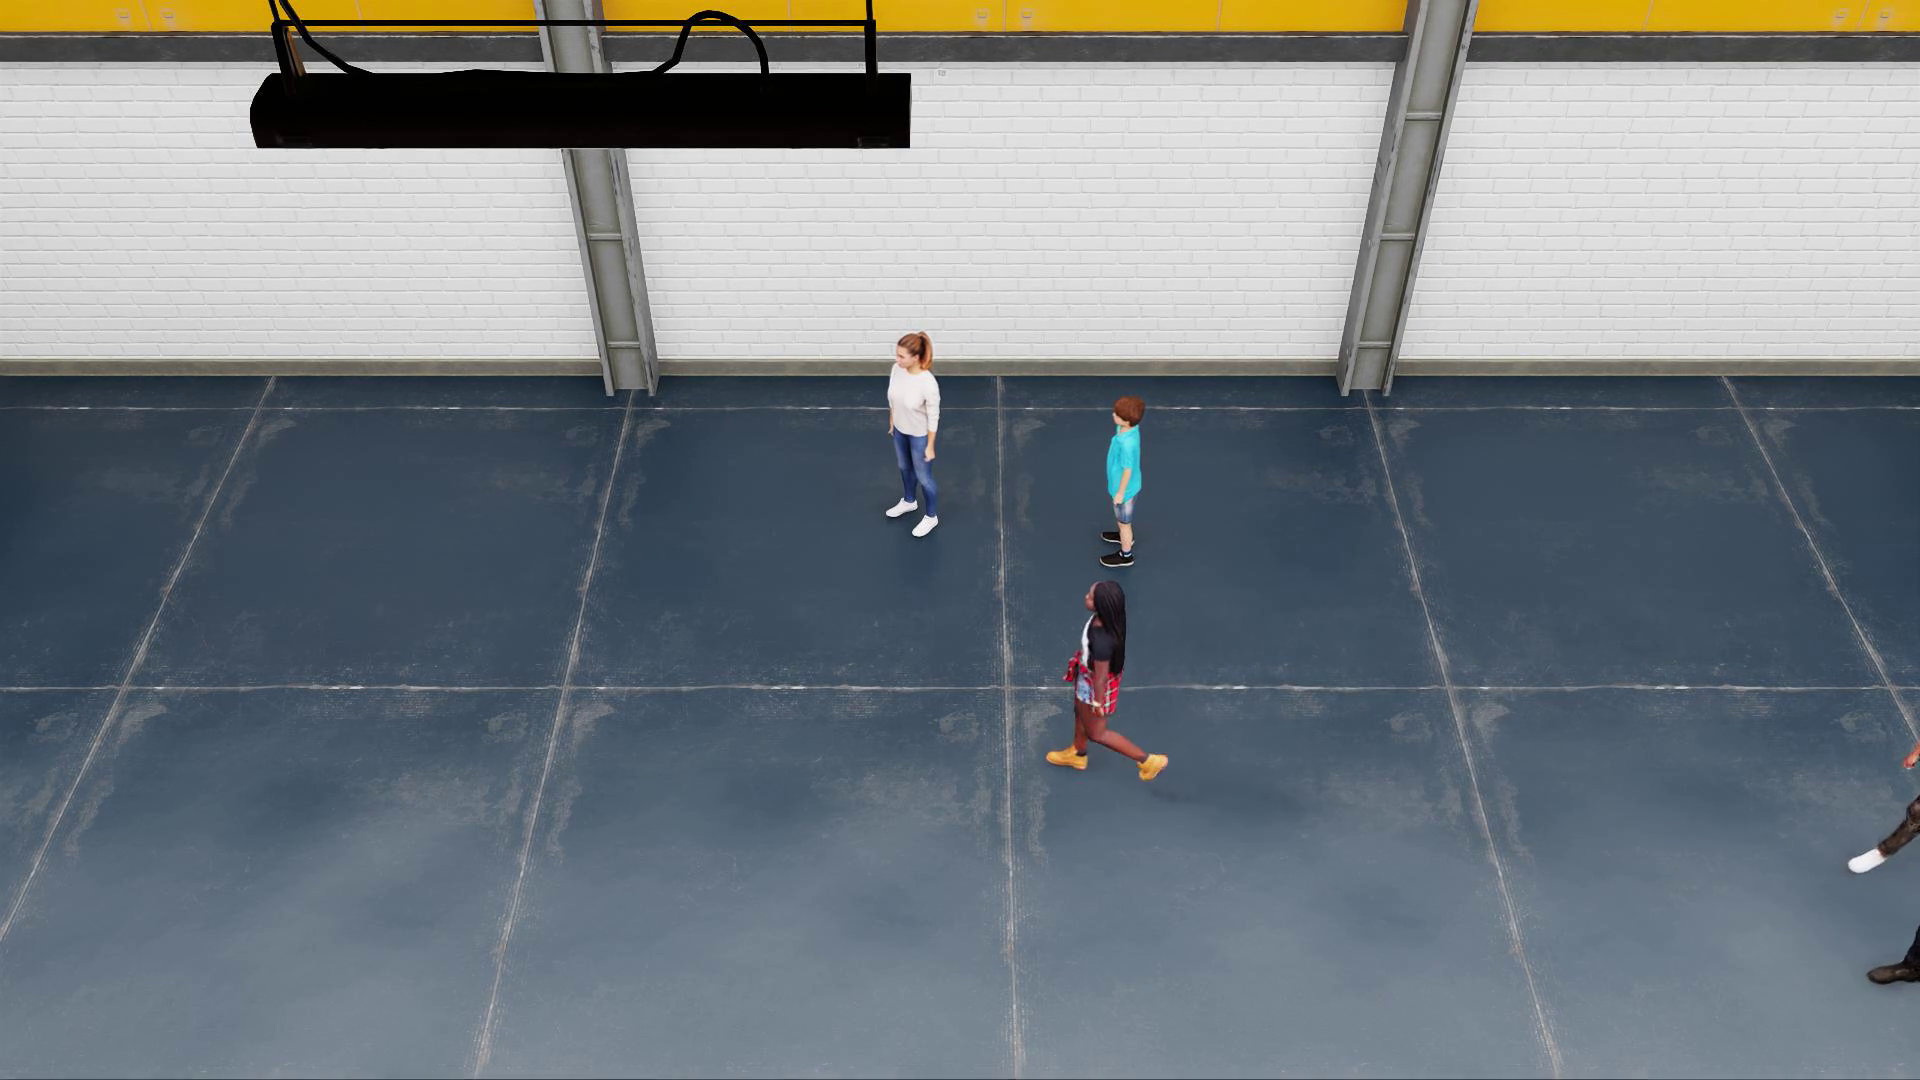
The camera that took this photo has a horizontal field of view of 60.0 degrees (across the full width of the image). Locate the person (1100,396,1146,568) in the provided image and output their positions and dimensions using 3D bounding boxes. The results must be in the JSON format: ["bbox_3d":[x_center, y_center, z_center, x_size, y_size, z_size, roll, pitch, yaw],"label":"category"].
[{"bbox_3d":[1.171,-0.433,11.740,0.495,1.448,0.539,4,44,4],"label":"person"}]

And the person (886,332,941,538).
[{"bbox_3d":[-0.324,-0.767,11.895,0.731,1.719,0.682,-32,52,-29],"label":"person"}]

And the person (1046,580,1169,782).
[{"bbox_3d":[0.926,0.896,10.158,1.049,1.707,0.719,8,44,8],"label":"person"}]

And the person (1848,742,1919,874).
[{"bbox_3d":[5.909,1.323,9.744,1.234,1.660,0.851,-15,46,-15],"label":"person"}]
